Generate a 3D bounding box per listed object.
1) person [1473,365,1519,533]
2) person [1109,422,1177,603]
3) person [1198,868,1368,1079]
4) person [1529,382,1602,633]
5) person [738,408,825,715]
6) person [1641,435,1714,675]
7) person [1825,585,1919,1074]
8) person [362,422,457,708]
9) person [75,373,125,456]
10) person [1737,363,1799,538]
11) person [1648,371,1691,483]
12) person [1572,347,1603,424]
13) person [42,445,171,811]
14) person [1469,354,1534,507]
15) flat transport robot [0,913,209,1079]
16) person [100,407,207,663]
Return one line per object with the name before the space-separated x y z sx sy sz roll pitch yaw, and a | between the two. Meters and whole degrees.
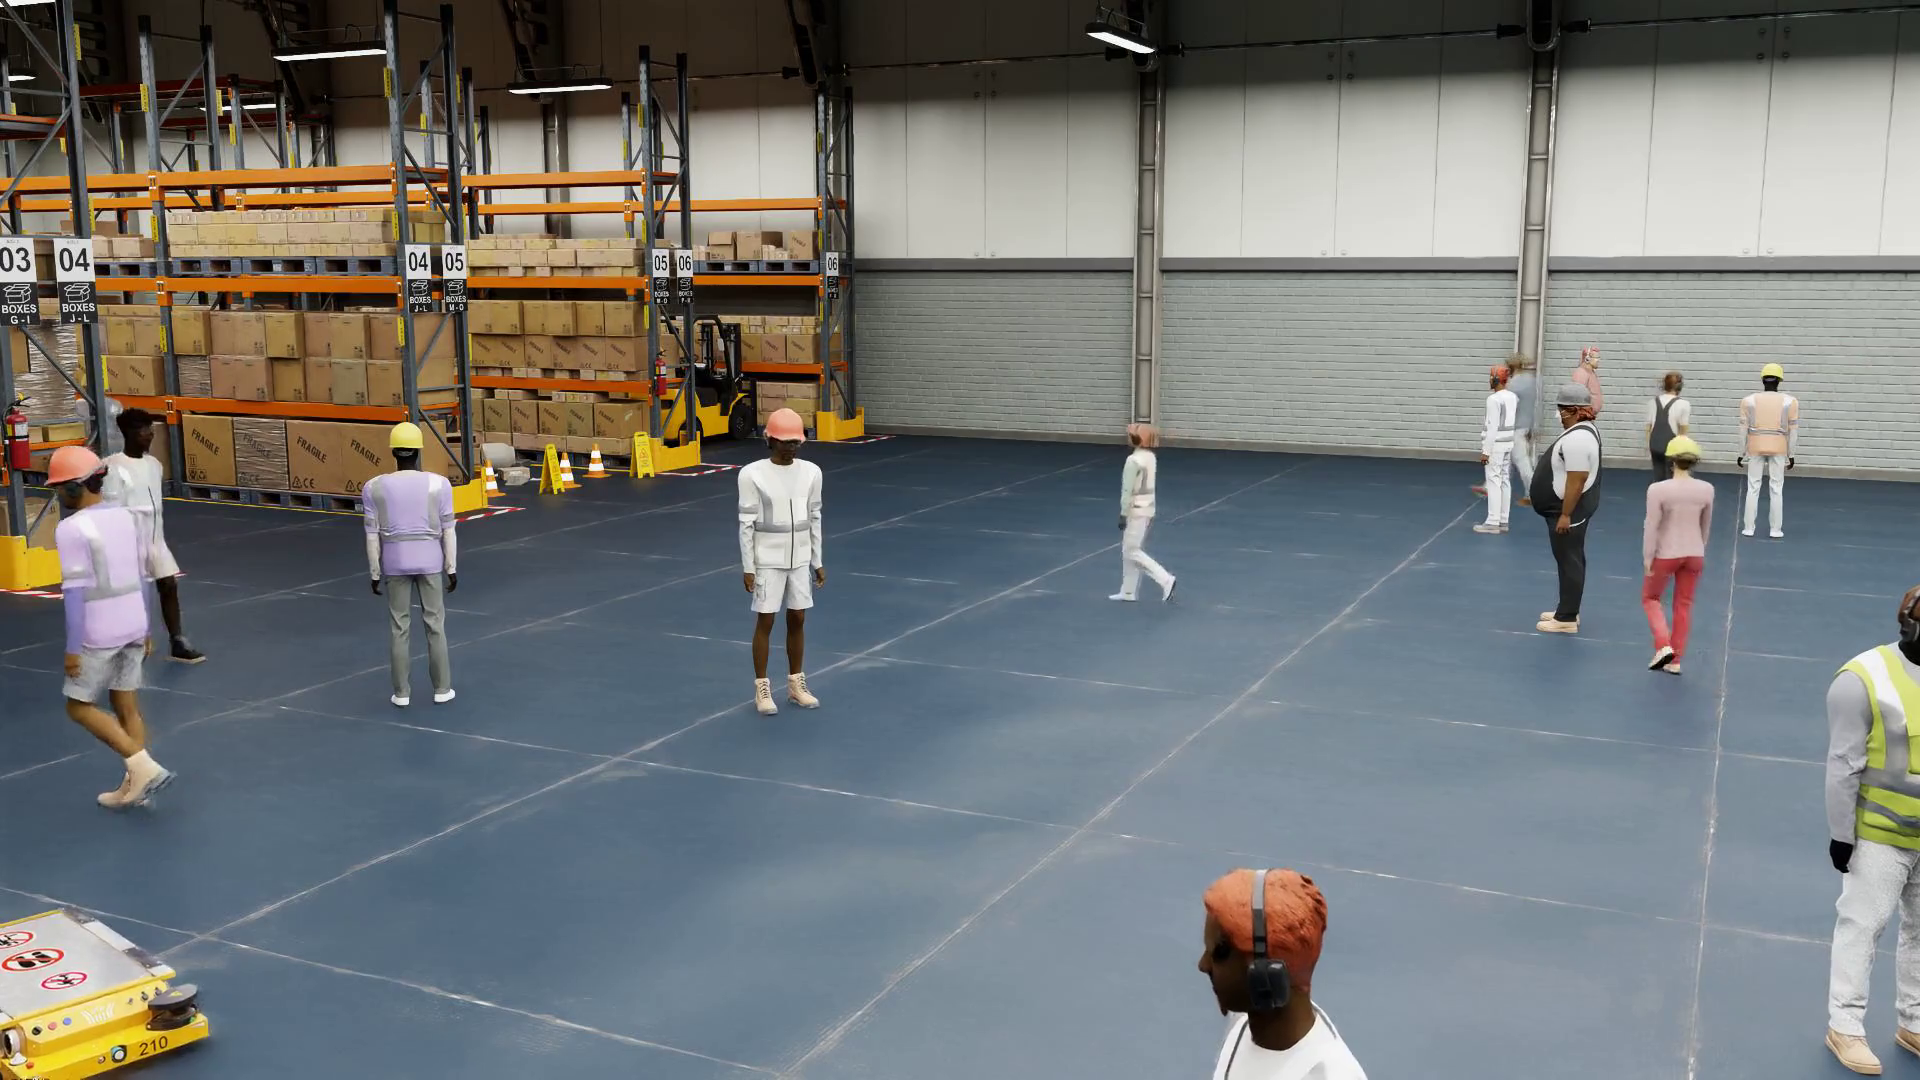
person | 6.014 -1.017 18.627 0.344 1.882 0.584 9 13 43
person | 1.603 -0.224 14.569 0.605 1.621 0.527 4 10 24
person | 0.591 1.512 3.122 0.357 1.884 0.574 -1 9 -5
person | 4.933 -0.274 13.592 0.539 2.000 0.688 4 10 25
person | -1.168 0.138 11.072 0.607 2.040 0.378 -6 11 -32
person | 5.197 0.118 12.086 0.528 1.752 0.401 0 9 -2
person | 3.481 1.056 6.088 0.629 1.836 0.430 -1 9 -4
person | -3.689 0.172 11.206 0.586 1.928 0.364 -3 10 -17
person | -9.863 -1.033 19.016 0.608 1.785 0.881 -7 11 -36
person | 8.858 -0.975 18.267 0.585 1.917 0.381 5 10 27
person | 7.902 -0.972 18.544 0.417 1.826 0.505 -7 12 -38
person | 8.458 -1.652 22.456 0.403 1.904 0.651 5 10 27
person | -4.566 0.496 8.957 0.642 2.008 0.639 2 9 11
person | 6.849 -1.374 20.796 1.014 1.884 0.663 8 12 40
flat transport robot | -3.596 1.759 6.538 1.431 0.197 0.652 8 12 42
person | -6.142 -0.025 12.385 0.886 1.937 0.625 3 10 18
